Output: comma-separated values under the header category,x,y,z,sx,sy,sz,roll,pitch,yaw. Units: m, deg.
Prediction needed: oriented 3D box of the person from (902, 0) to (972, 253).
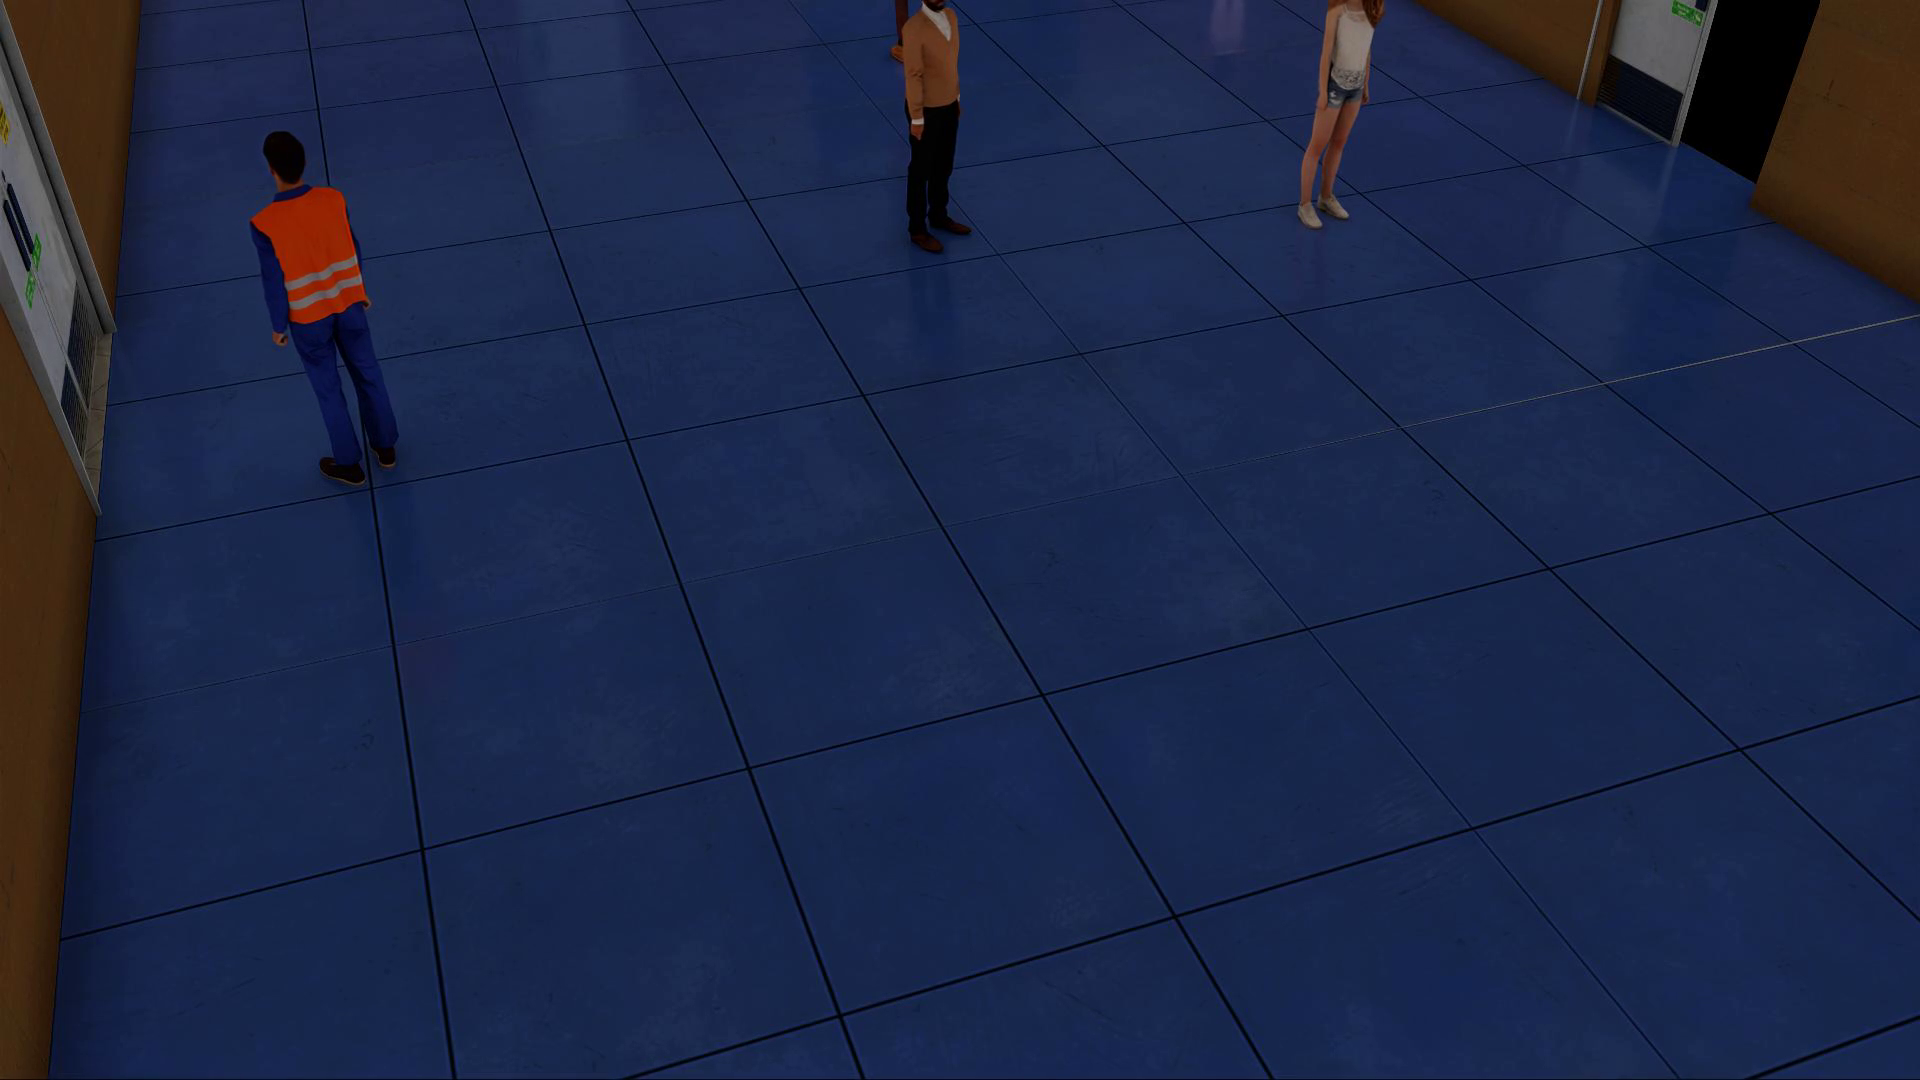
category,x,y,z,sx,sy,sz,roll,pitch,yaw
person,-0.168,-2.701,10.403,0.817,1.753,0.726,21,42,26

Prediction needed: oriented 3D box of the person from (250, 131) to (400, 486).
category,x,y,z,sx,sy,sz,roll,pitch,yaw
person,-3.140,-1.129,8.215,0.841,1.864,0.721,27,45,32

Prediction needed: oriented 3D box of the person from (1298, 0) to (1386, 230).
category,x,y,z,sx,sy,sz,roll,pitch,yaw
person,2.419,-2.885,10.643,0.504,1.759,0.668,-19,41,-24
